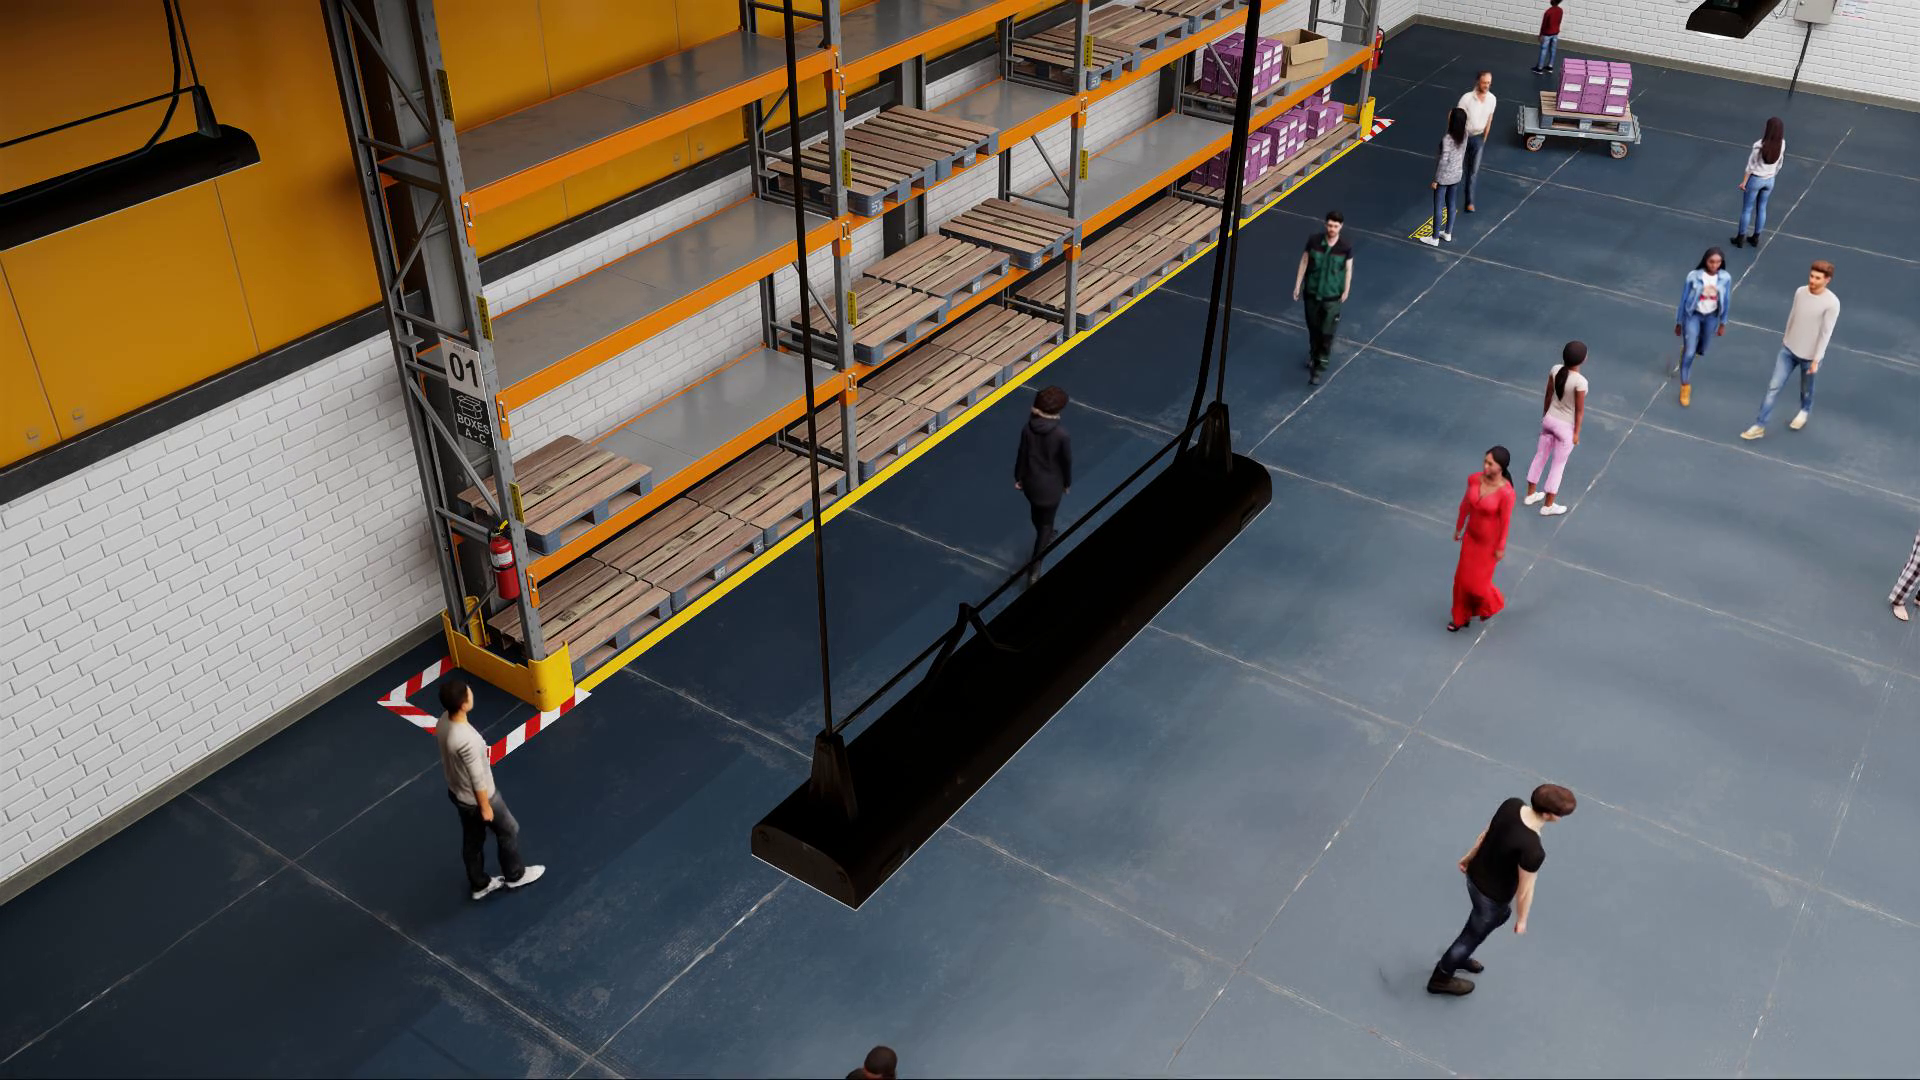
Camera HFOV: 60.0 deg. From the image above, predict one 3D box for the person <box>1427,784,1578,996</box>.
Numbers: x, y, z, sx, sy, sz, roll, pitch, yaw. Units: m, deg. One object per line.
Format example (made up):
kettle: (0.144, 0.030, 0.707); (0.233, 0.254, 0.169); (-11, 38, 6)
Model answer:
person: (3.261, 2.183, 10.415); (0.979, 1.842, 0.924); (-3, 34, -5)

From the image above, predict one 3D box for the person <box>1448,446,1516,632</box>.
person: (4.380, -0.001, 13.762); (0.819, 1.774, 0.746); (-22, 39, -29)

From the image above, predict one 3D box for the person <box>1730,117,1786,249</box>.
person: (9.886, -4.411, 20.528); (0.663, 1.630, 0.731); (-7, 34, -10)

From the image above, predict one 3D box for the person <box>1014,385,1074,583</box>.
person: (0.699, -0.447, 14.465); (0.802, 1.739, 1.193); (12, 35, 17)

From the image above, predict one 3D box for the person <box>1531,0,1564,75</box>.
person: (9.348, -8.029, 26.311); (0.557, 1.254, 0.642); (-13, 36, -18)

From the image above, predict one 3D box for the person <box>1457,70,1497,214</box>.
person: (6.571, -5.215, 21.588); (1.139, 1.795, 1.353); (2, 34, 3)

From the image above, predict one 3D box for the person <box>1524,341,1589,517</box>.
person: (5.538, -1.053, 15.375); (0.658, 1.741, 0.659); (-16, 37, -23)

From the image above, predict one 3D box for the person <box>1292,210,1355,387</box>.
person: (3.866, -2.636, 17.650); (0.845, 1.860, 1.168); (14, 36, 20)

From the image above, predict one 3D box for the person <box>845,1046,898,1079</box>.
person: (-0.406, 3.296, 8.778); (0.661, 1.802, 0.564); (19, 38, 26)

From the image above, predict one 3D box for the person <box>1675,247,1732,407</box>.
person: (7.665, -2.279, 17.265); (0.914, 1.691, 1.133); (4, 34, 6)

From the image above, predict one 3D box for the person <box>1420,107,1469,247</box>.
person: (6.040, -4.508, 20.580); (0.571, 1.733, 0.729); (-22, 39, -29)

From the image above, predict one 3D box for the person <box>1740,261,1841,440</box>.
person: (8.422, -1.878, 16.509); (1.277, 1.860, 0.932); (-21, 39, -29)

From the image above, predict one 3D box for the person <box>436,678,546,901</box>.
person: (-3.332, 1.721, 11.144); (0.822, 1.805, 0.777); (-26, 42, -33)
